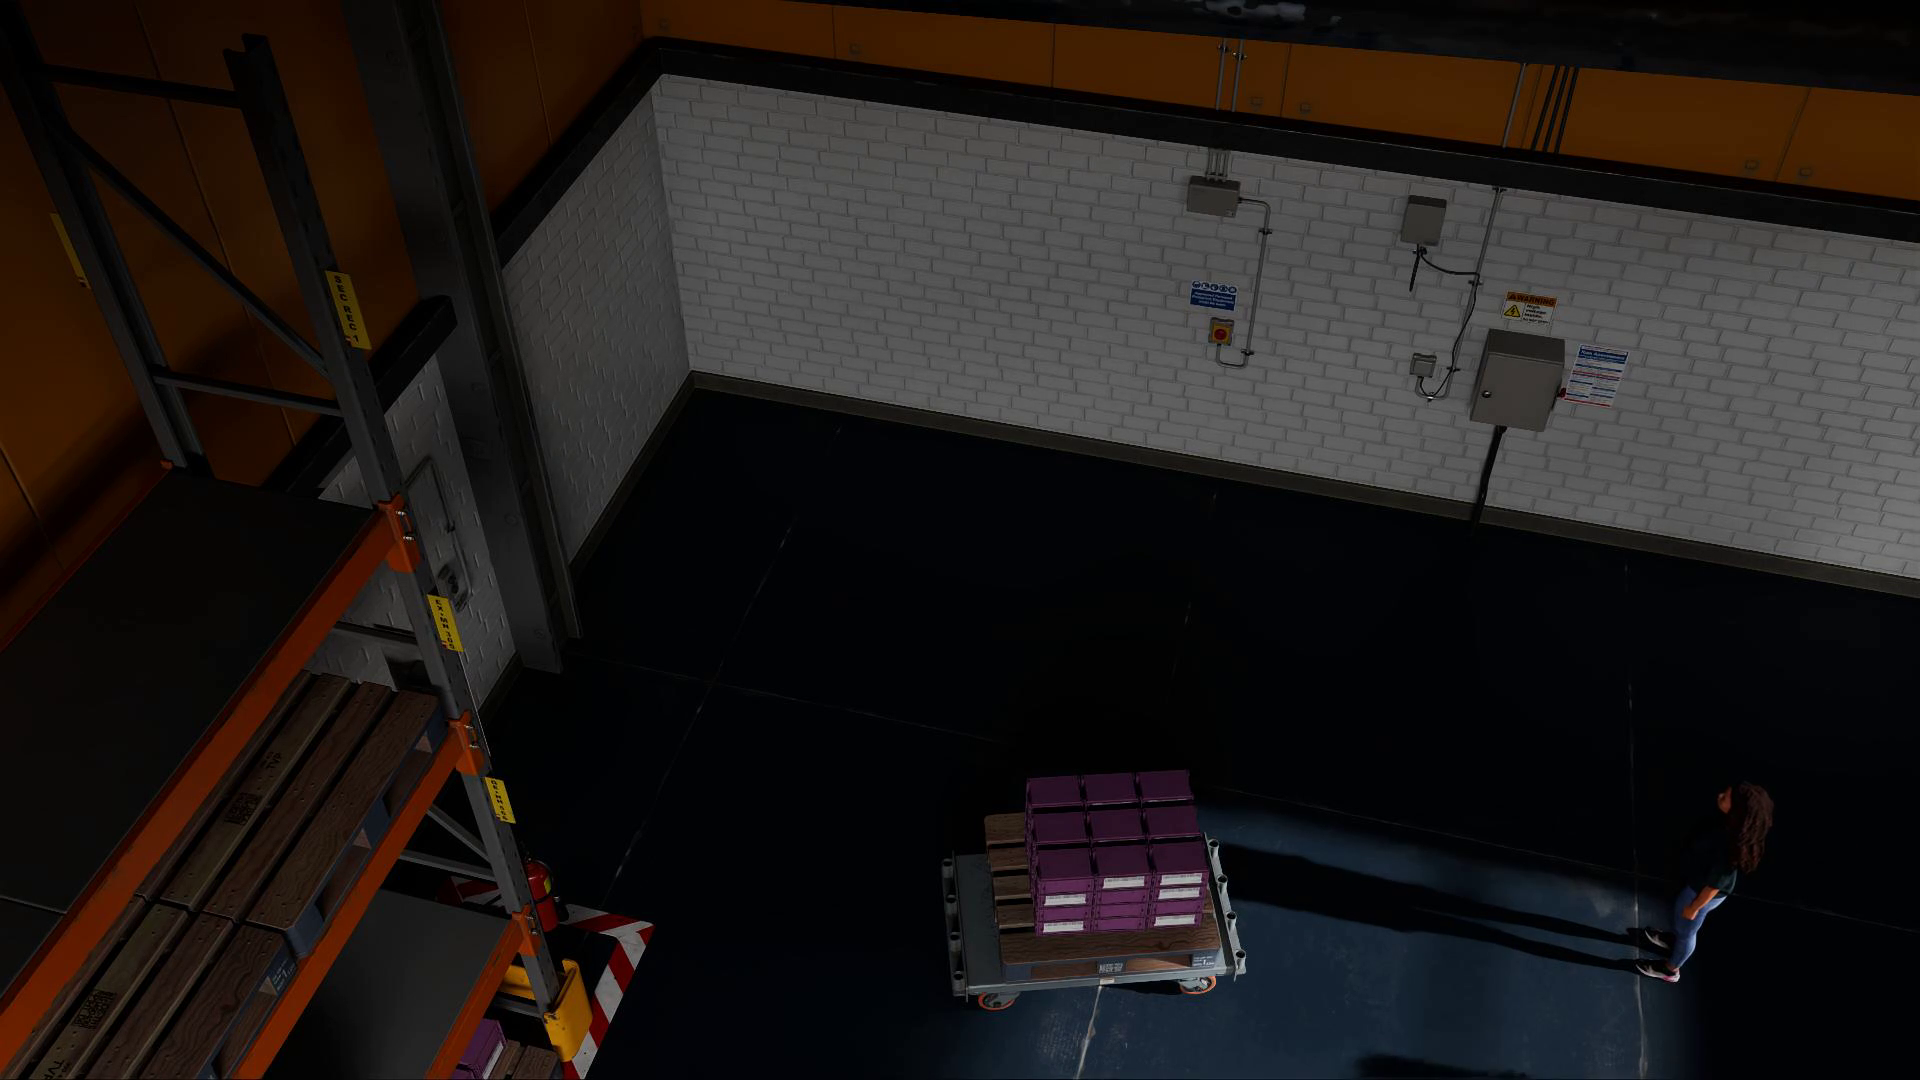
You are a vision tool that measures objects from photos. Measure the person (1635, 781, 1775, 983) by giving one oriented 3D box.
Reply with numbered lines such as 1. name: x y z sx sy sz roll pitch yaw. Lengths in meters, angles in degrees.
1. person: 4.098 1.876 9.129 0.734 1.615 0.628 25 49 24
